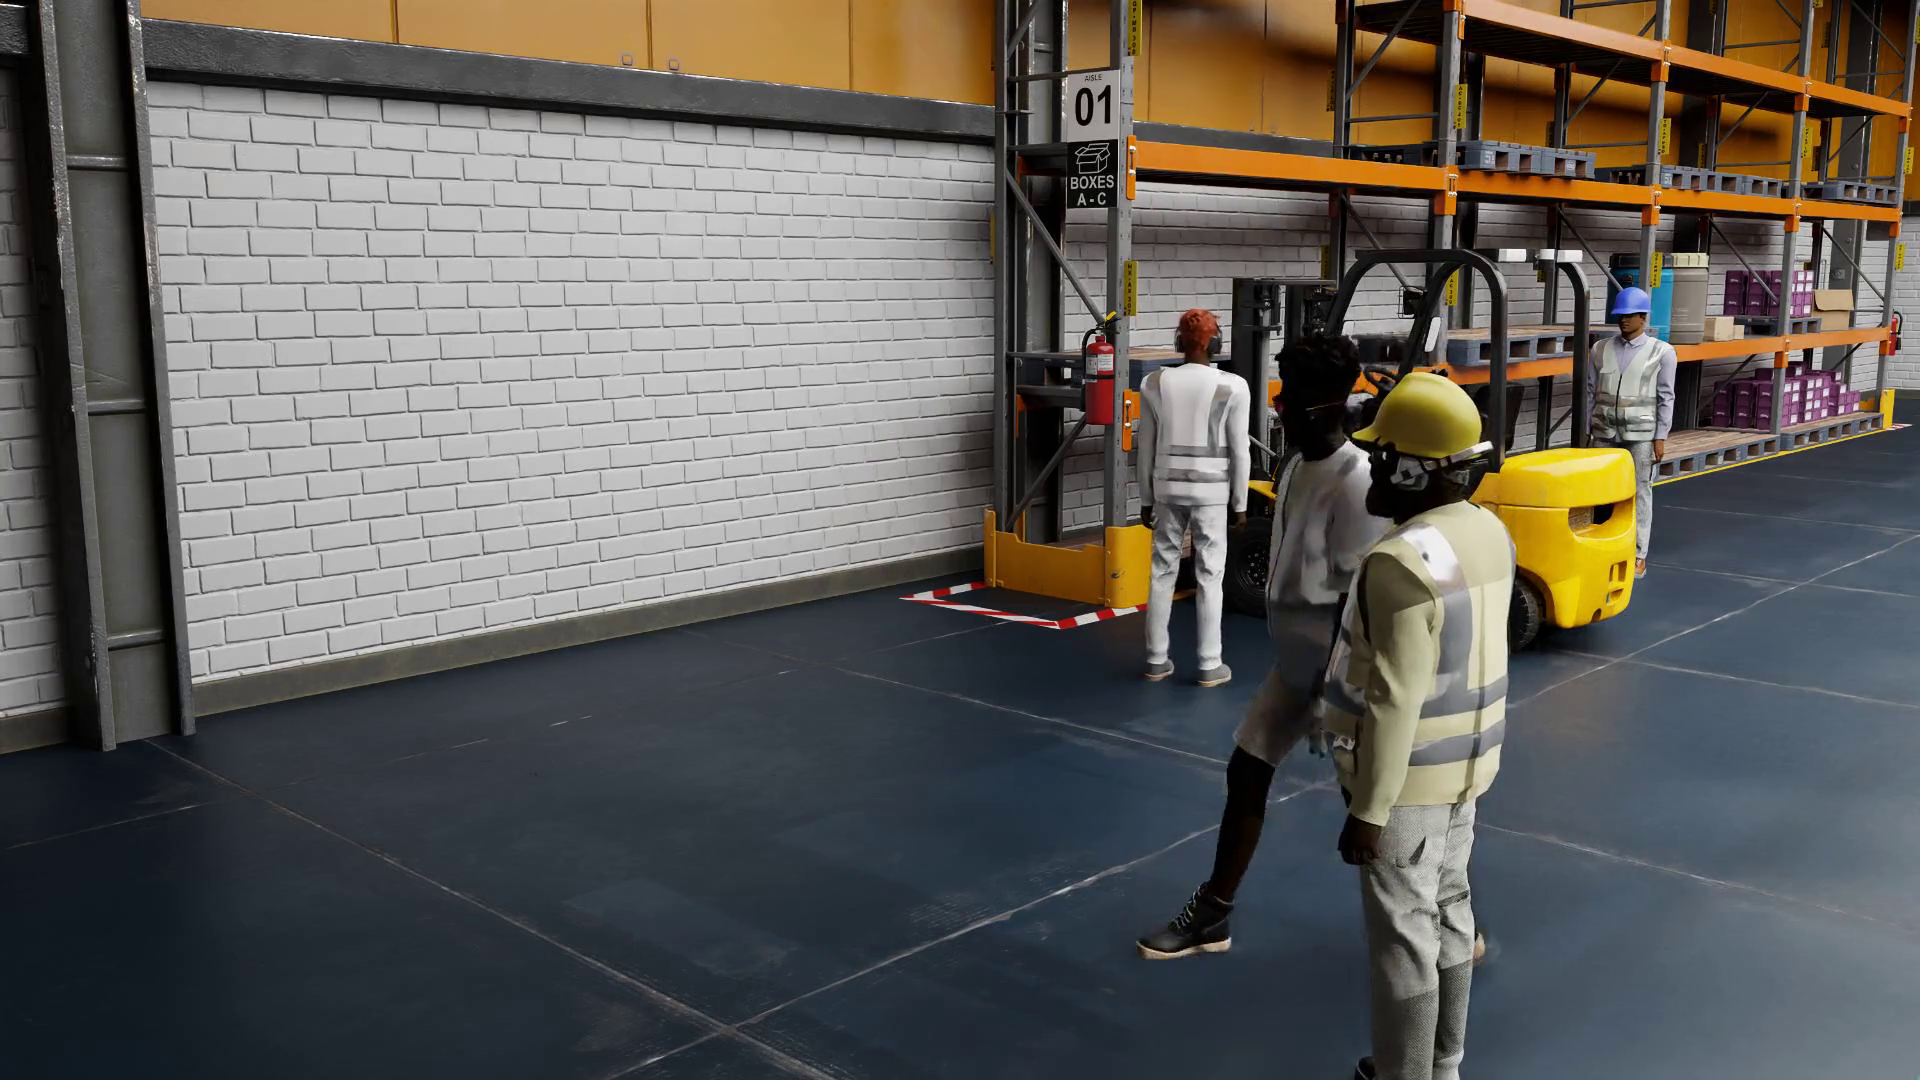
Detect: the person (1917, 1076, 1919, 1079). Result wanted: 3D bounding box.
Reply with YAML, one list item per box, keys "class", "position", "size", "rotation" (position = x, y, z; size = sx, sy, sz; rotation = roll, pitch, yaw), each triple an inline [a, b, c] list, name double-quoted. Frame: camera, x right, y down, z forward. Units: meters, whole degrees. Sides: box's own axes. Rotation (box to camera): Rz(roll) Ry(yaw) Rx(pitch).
- class: "person"
  position: [1.625, 0.778, 2.608]
  size: [0.621, 1.742, 0.554]
  rotation: [3, 10, 16]

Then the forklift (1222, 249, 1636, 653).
- class: "forklift"
  position: [2.710, -0.584, 9.626]
  size: [2.313, 2.155, 1.214]
  rotation: [9, 13, 43]

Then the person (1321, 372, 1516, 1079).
- class: "person"
  position: [1.052, 0.528, 3.898]
  size: [0.403, 1.837, 0.591]
  rotation: [7, 11, 35]

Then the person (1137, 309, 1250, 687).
- class: "person"
  position: [1.157, -0.206, 8.292]
  size: [0.575, 1.877, 0.349]
  rotation: [4, 10, 25]

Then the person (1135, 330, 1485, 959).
- class: "person"
  position: [1.072, 0.345, 4.838]
  size: [0.977, 1.909, 0.622]
  rotation: [-2, 9, -10]

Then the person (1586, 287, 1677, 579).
- class: "person"
  position: [4.479, -0.720, 11.210]
  size: [0.605, 1.948, 0.387]
  rotation: [8, 12, 41]
